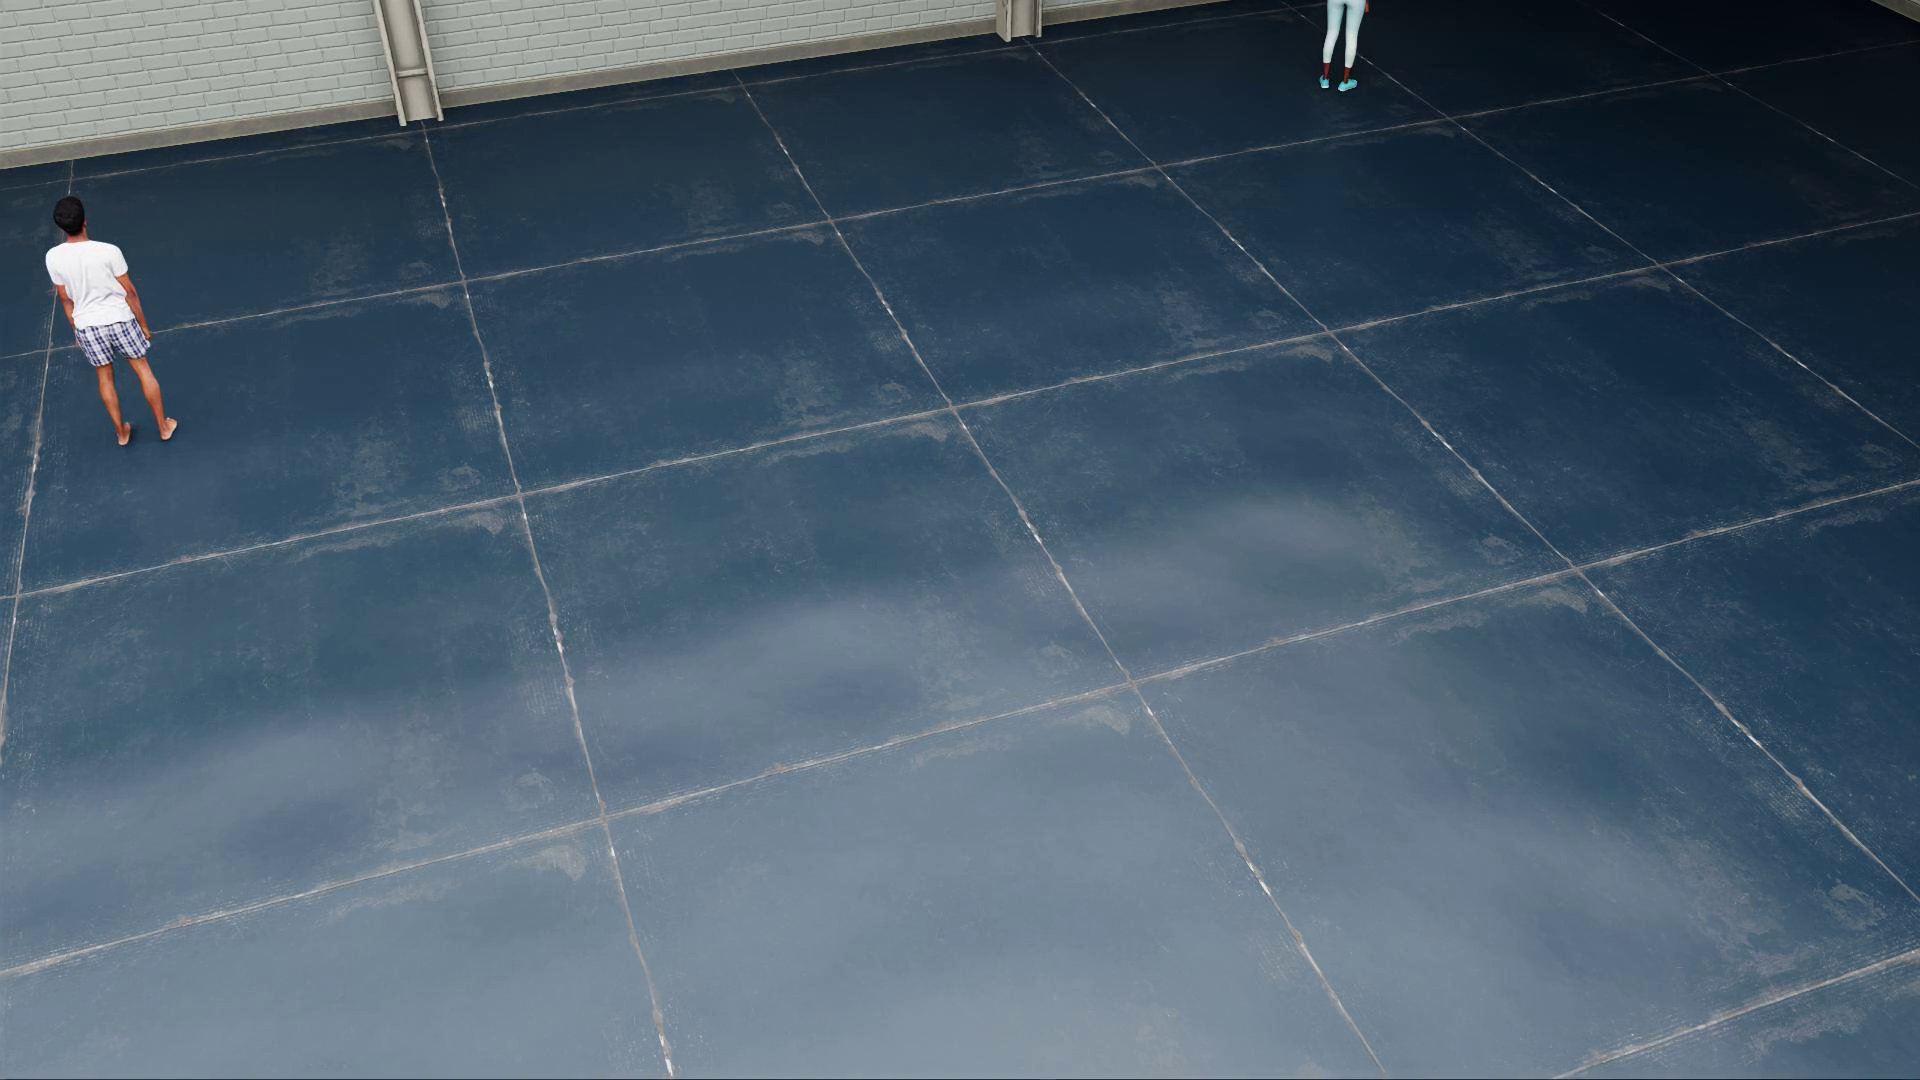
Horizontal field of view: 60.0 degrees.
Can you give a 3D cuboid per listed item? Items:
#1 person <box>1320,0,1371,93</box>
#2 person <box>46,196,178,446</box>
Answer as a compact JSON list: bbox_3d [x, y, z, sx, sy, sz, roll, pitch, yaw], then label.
[{"bbox_3d":[3.623,-5.075,15.549,0.648,1.725,0.716,14,40,17],"label":"person"},{"bbox_3d":[-5.569,-1.404,10.855,0.521,1.727,0.706,-8,39,-10],"label":"person"}]
